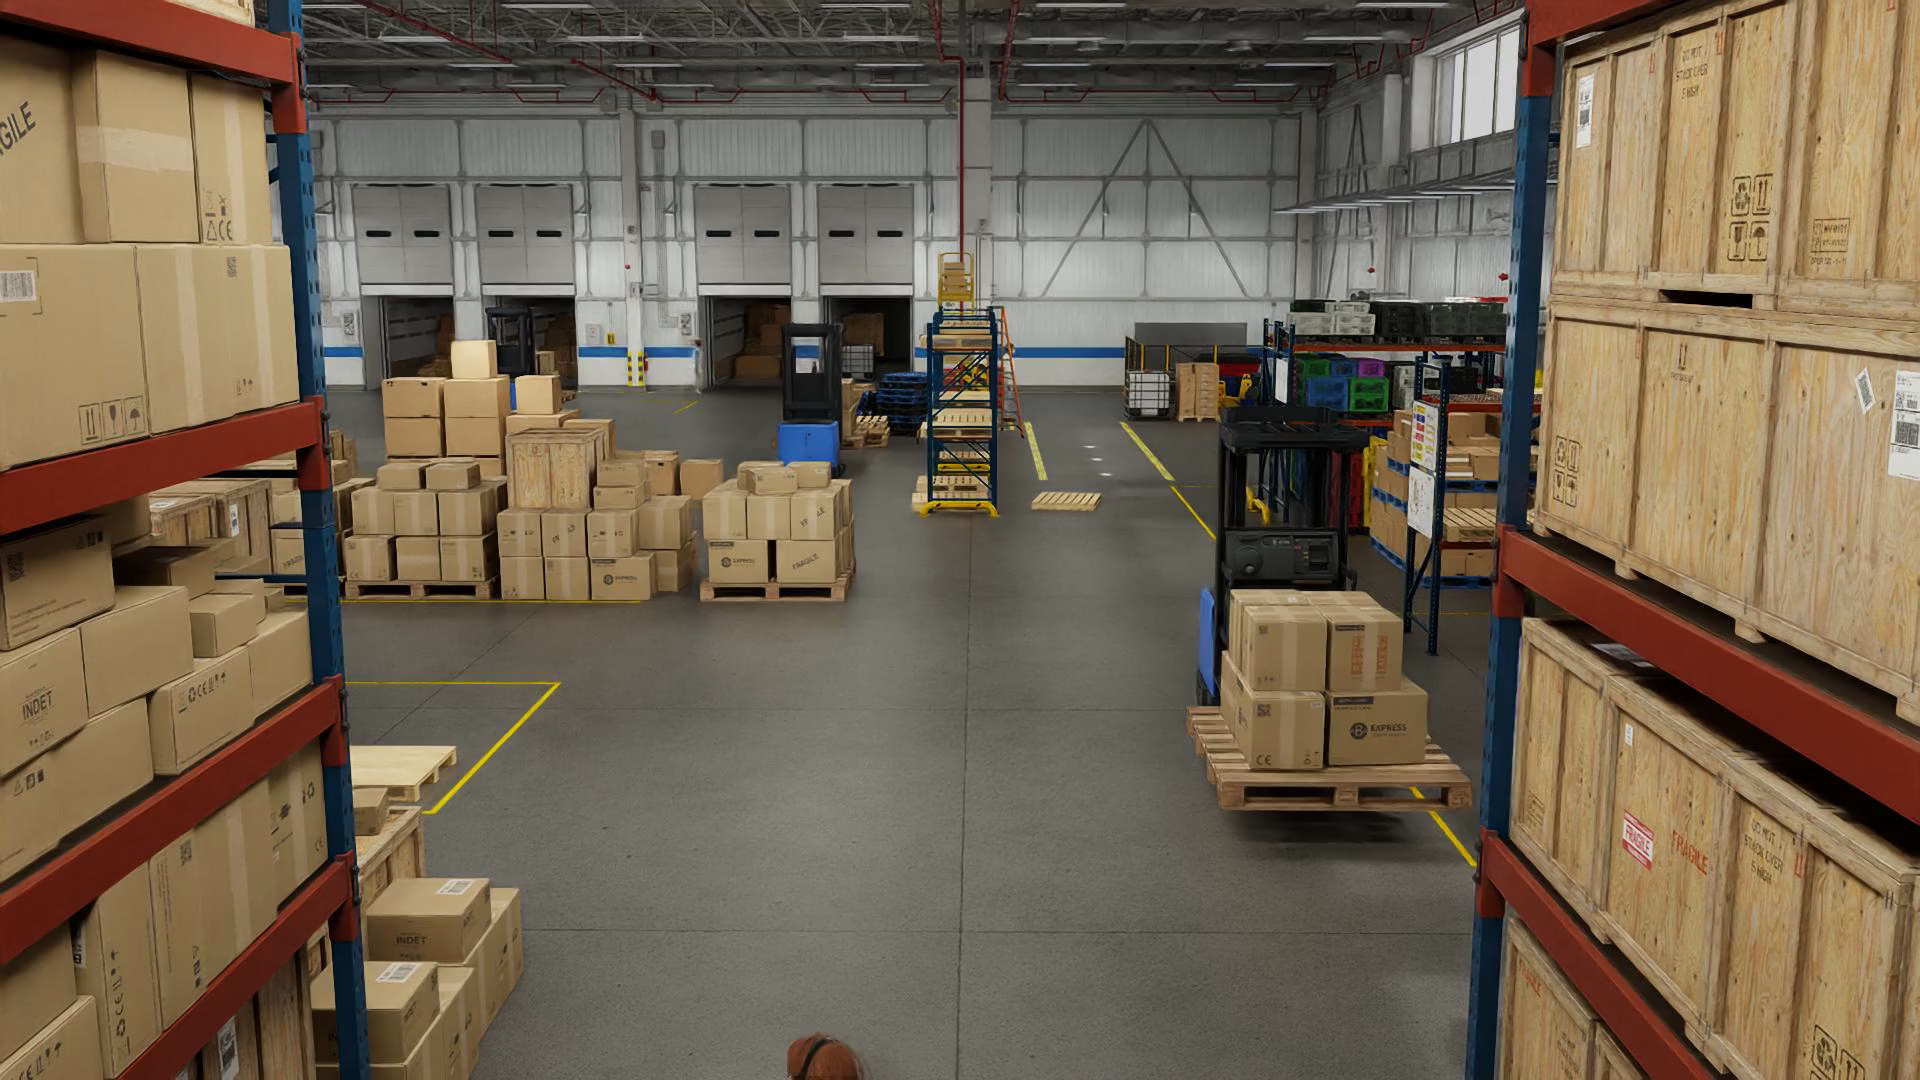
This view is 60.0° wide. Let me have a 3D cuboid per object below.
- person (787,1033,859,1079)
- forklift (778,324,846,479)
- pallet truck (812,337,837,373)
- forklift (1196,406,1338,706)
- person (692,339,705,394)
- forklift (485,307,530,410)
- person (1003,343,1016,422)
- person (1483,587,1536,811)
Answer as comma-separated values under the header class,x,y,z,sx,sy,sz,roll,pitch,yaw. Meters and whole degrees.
class,x,y,z,sx,sy,sz,roll,pitch,yaw
person,-0.464,2.398,5.544,0.538,1.587,0.872,-8,13,-39
forklift,-2.724,-2.533,30.315,1.129,2.768,1.873,0,10,1
pallet truck,-3.021,-4.312,43.126,1.885,1.965,0.823,3,10,17
forklift,2.693,0.247,14.276,1.129,2.768,1.873,0,10,1
person,-7.599,-5.040,48.413,0.375,1.625,0.516,-1,10,-7
forklift,-10.754,-4.150,39.646,1.129,2.768,1.873,0,10,1
person,1.191,-3.849,40.621,0.372,1.940,0.632,0,10,0
person,3.827,1.245,11.297,0.475,1.909,0.646,-5,11,-28
